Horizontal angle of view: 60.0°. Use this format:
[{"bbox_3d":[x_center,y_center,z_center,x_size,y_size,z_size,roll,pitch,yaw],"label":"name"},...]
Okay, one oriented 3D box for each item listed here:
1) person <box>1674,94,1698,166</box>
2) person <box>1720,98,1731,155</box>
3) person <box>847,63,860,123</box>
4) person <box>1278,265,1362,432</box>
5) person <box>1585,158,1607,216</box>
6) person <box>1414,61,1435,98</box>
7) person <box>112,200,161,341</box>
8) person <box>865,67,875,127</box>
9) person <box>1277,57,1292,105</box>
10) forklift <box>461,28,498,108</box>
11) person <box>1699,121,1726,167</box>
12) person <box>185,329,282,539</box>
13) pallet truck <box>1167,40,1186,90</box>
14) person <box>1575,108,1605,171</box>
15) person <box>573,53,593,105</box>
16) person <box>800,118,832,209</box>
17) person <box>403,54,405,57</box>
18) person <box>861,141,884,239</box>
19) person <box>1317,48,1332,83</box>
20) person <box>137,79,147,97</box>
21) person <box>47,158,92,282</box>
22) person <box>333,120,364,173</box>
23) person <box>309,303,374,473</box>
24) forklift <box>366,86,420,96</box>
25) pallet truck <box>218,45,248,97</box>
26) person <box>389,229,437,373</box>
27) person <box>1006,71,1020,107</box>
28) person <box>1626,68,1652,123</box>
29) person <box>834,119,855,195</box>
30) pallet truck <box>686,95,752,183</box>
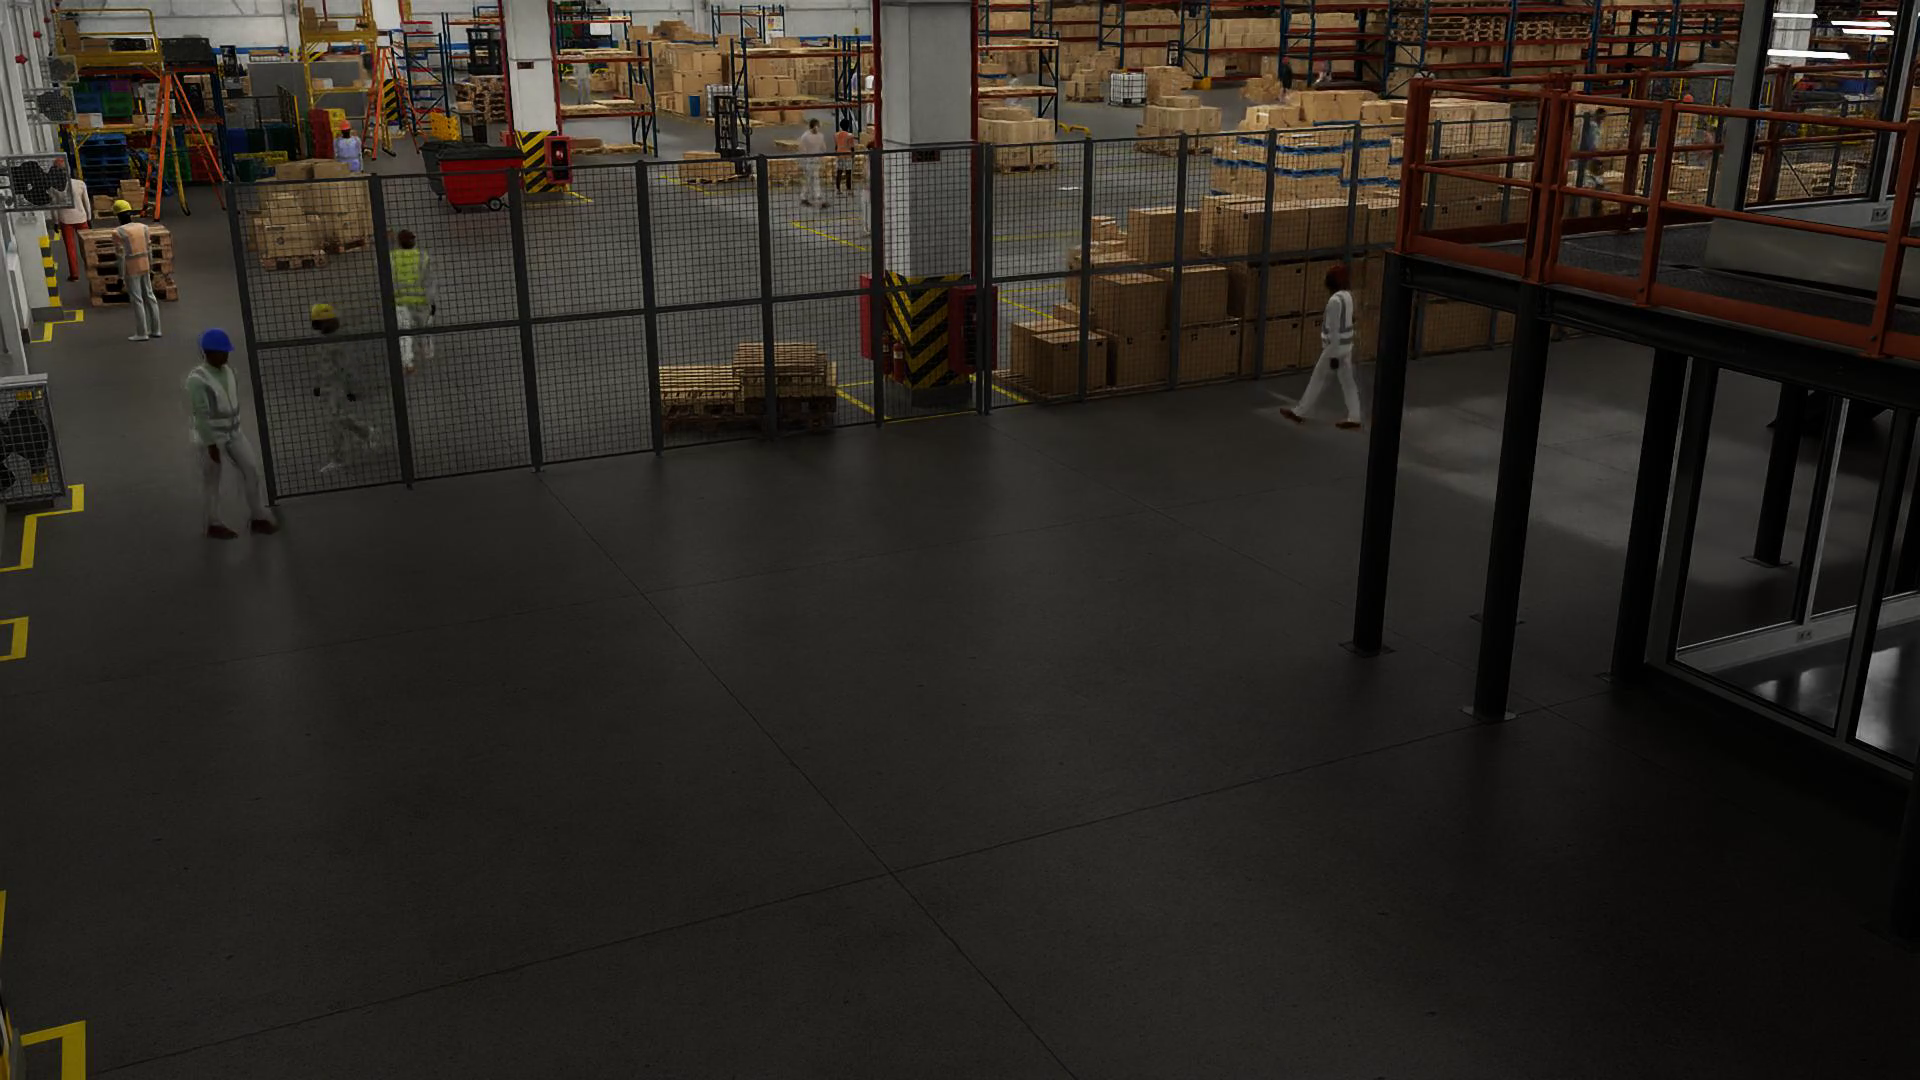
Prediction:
[{"bbox_3d":[17.880,-10.006,41.093,0.545,1.942,0.354,2,19,5],"label":"person"},{"bbox_3d":[20.564,-11.049,44.630,0.607,1.598,0.531,-6,20,-17],"label":"person"},{"bbox_3d":[-3.513,-14.685,54.701,0.408,1.918,0.584,3,19,7],"label":"person"},{"bbox_3d":[4.074,-2.130,18.425,0.980,1.829,0.600,11,22,29],"label":"person"},{"bbox_3d":[10.898,-5.707,28.813,0.710,1.829,0.534,18,26,41],"label":"person"},{"bbox_3d":[14.976,-14.477,53.904,0.688,2.000,0.536,-2,19,-5],"label":"person"},{"bbox_3d":[-11.335,-3.695,22.837,0.379,1.918,0.585,7,20,21],"label":"person"},{"bbox_3d":[-2.817,-14.260,53.528,0.576,1.876,0.346,16,25,38],"label":"person"},{"bbox_3d":[11.259,-15.704,57.557,0.444,1.969,0.622,11,22,30],"label":"person"},{"bbox_3d":[-17.262,-17.088,60.206,1.129,2.768,1.873,3,19,8],"label":"forklift"},{"bbox_3d":[16.743,-8.500,37.066,0.532,1.719,0.905,-3,19,-8],"label":"person"},{"bbox_3d":[-6.499,-0.915,14.781,0.775,1.919,0.636,6,20,17],"label":"person"},{"bbox_3d":[9.045,-19.971,69.895,0.823,1.965,1.885,-3,19,-8],"label":"pallet truck"},{"bbox_3d":[14.521,-8.989,38.258,0.590,1.881,0.999,-16,25,-39],"label":"person"},{"bbox_3d":[-13.970,-17.055,61.628,0.677,1.877,1.031,-12,22,-31],"label":"person"},{"bbox_3d":[-3.116,-8.032,35.475,1.044,1.886,0.652,15,24,36],"label":"person"},{"bbox_3d":[-20.370,-16.889,61.122,0.481,1.894,0.674,3,19,10],"label":"person"},{"bbox_3d":[-1.593,-6.668,31.607,0.632,1.821,0.770,13,23,32],"label":"person"},{"bbox_3d":[14.888,-19.114,67.735,0.977,1.795,0.641,-9,21,-24],"label":"person"},{"bbox_3d":[-25.190,-13.420,51.462,0.515,1.634,0.314,8,21,23],"label":"person"},{"bbox_3d":[-14.478,-5.216,27.125,0.612,1.996,0.376,-18,26,-42],"label":"person"},{"bbox_3d":[-12.625,-7.701,34.418,0.552,1.936,0.359,-9,21,-23],"label":"person"},{"bbox_3d":[-6.357,-1.596,17.039,0.485,1.719,0.664,15,24,36],"label":"person"},{"bbox_3d":[-22.536,-19.027,65.825,1.129,2.768,1.873,14,23,35],"label":"forklift"},{"bbox_3d":[-28.879,-18.665,66.111,0.823,1.965,1.885,-3,19,-9],"label":"pallet truck"},{"bbox_3d":[-6.985,-3.053,21.181,0.630,1.795,0.962,-3,19,-9],"label":"person"},{"bbox_3d":[1.770,-14.893,55.789,0.893,1.590,0.506,-7,20,-19],"label":"person"},{"bbox_3d":[22.442,-14.629,54.755,0.949,1.773,0.606,-13,23,-33],"label":"person"},{"bbox_3d":[-2.597,-8.630,37.490,0.532,1.689,0.321,10,21,26],"label":"person"},{"bbox_3d":[-5.836,-9.608,39.856,0.823,1.965,1.885,10,22,27],"label":"pallet truck"}]
